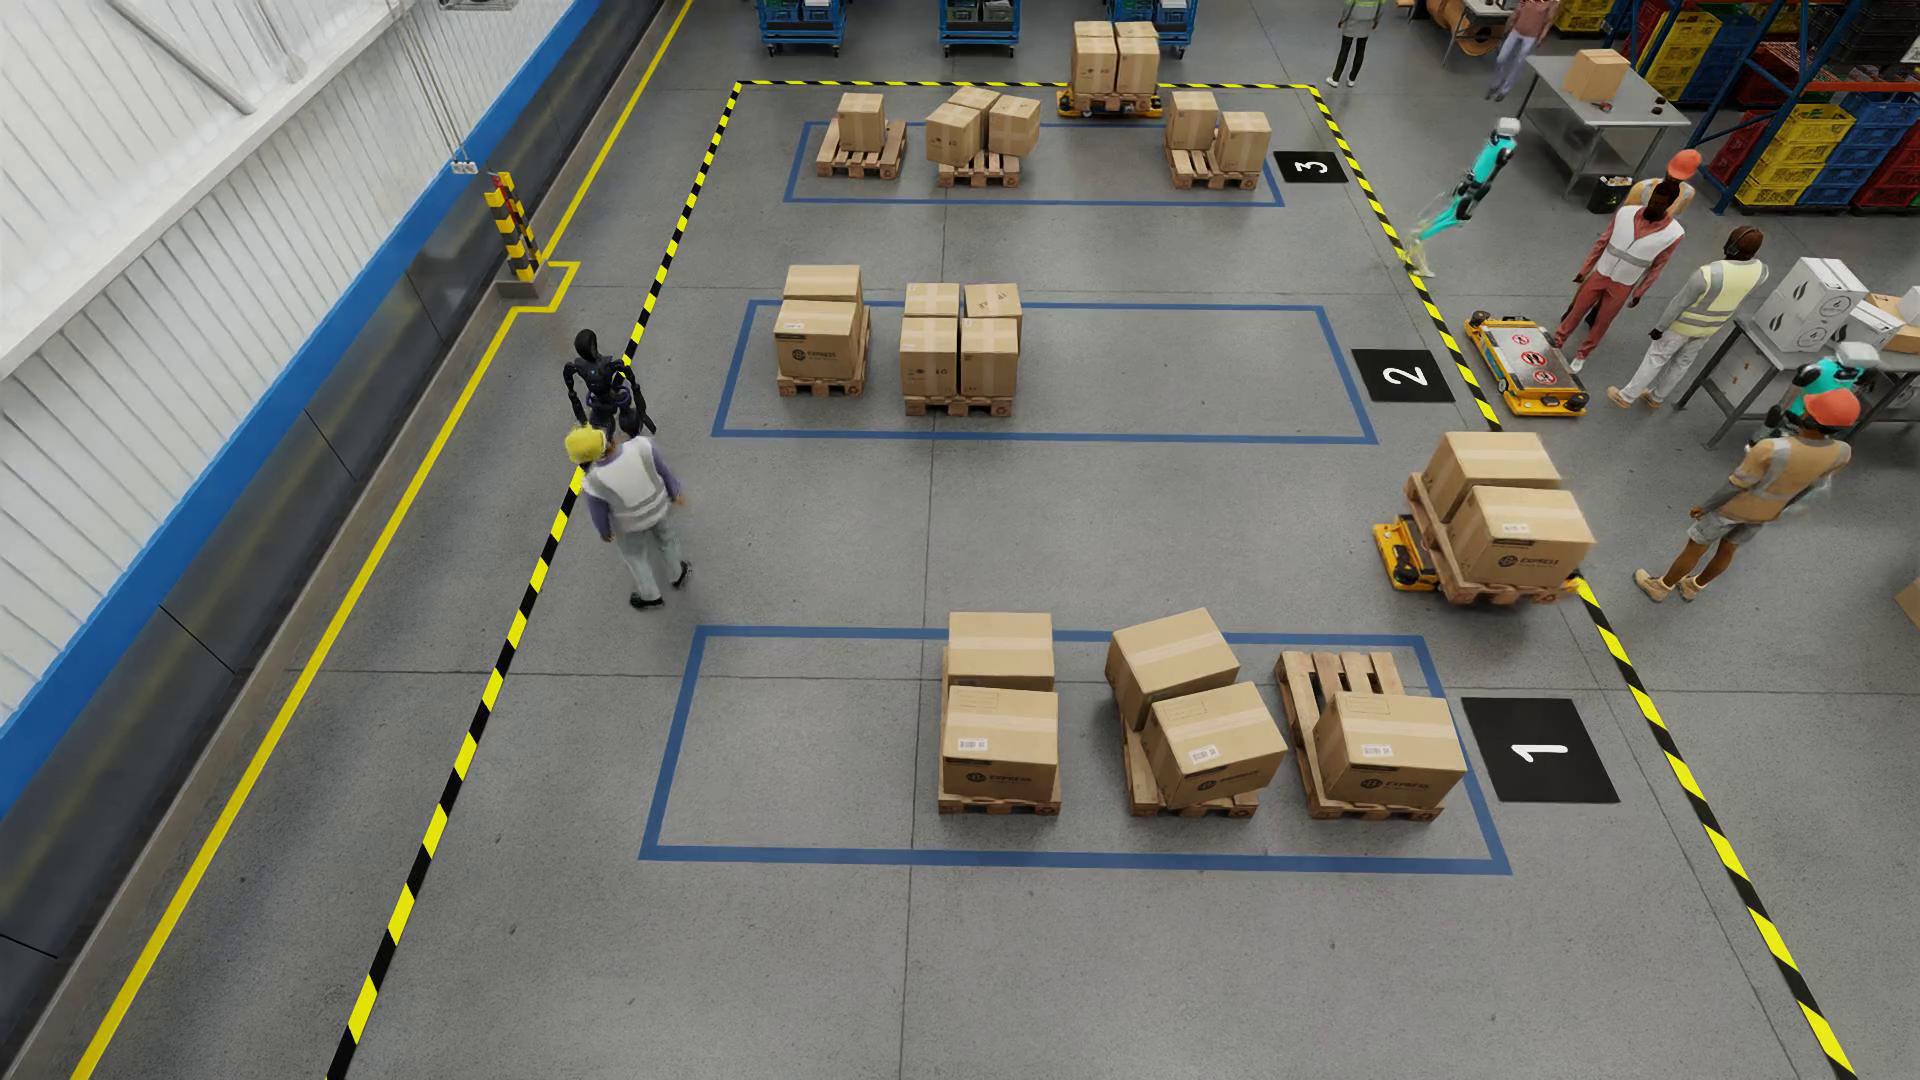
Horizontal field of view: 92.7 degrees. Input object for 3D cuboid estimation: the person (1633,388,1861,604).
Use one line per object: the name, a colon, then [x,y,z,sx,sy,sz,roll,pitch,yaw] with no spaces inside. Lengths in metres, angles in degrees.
person: [5.642,-0.264,6.587,0.607,2.048,0.365,0,49,0]

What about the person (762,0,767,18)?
person: [-3.202,-9.261,14.523,0.488,1.821,0.555,-5,49,-4]

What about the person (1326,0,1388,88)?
person: [5.608,-7.323,12.825,0.588,1.852,0.371,0,49,0]

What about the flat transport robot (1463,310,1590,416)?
flat transport robot: [5.573,-1.757,9.054,0.659,0.231,1.431,1,49,1]

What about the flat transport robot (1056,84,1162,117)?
flat transport robot: [2.091,-6.202,12.883,1.431,0.197,0.652,1,49,1]

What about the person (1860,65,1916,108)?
person: [12.923,-6.680,12.272,0.508,1.857,0.370,8,50,6]

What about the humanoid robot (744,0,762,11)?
humanoid robot: [-3.538,-9.598,14.945,0.761,1.623,0.601,24,53,19]

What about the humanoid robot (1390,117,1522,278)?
humanoid robot: [5.133,-3.502,9.667,0.761,1.881,0.544,9,50,8]

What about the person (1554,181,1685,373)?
person: [6.115,-2.445,8.559,0.374,1.916,0.595,-33,57,-25]

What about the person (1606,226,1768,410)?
person: [6.499,-1.929,8.170,0.622,1.837,0.429,-3,49,-3]

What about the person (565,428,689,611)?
person: [-2.369,-0.190,6.708,0.664,1.782,0.410,-32,56,-25]

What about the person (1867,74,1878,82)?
person: [13.254,-7.091,12.694,0.294,1.744,0.484,12,50,11]

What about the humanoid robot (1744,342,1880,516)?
humanoid robot: [6.504,-0.614,7.128,0.538,1.835,0.748,-1,49,-1]

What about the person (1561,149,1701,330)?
person: [6.545,-2.863,8.913,0.545,1.930,0.379,7,49,6]

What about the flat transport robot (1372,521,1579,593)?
flat transport robot: [4.174,0.102,7.427,1.431,0.197,0.652,1,49,1]

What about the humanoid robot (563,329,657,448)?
humanoid robot: [-2.819,-1.021,7.478,0.599,1.653,0.315,-6,49,-5]

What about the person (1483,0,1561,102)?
person: [7.691,-6.885,12.506,0.552,1.747,0.489,34,57,26]
